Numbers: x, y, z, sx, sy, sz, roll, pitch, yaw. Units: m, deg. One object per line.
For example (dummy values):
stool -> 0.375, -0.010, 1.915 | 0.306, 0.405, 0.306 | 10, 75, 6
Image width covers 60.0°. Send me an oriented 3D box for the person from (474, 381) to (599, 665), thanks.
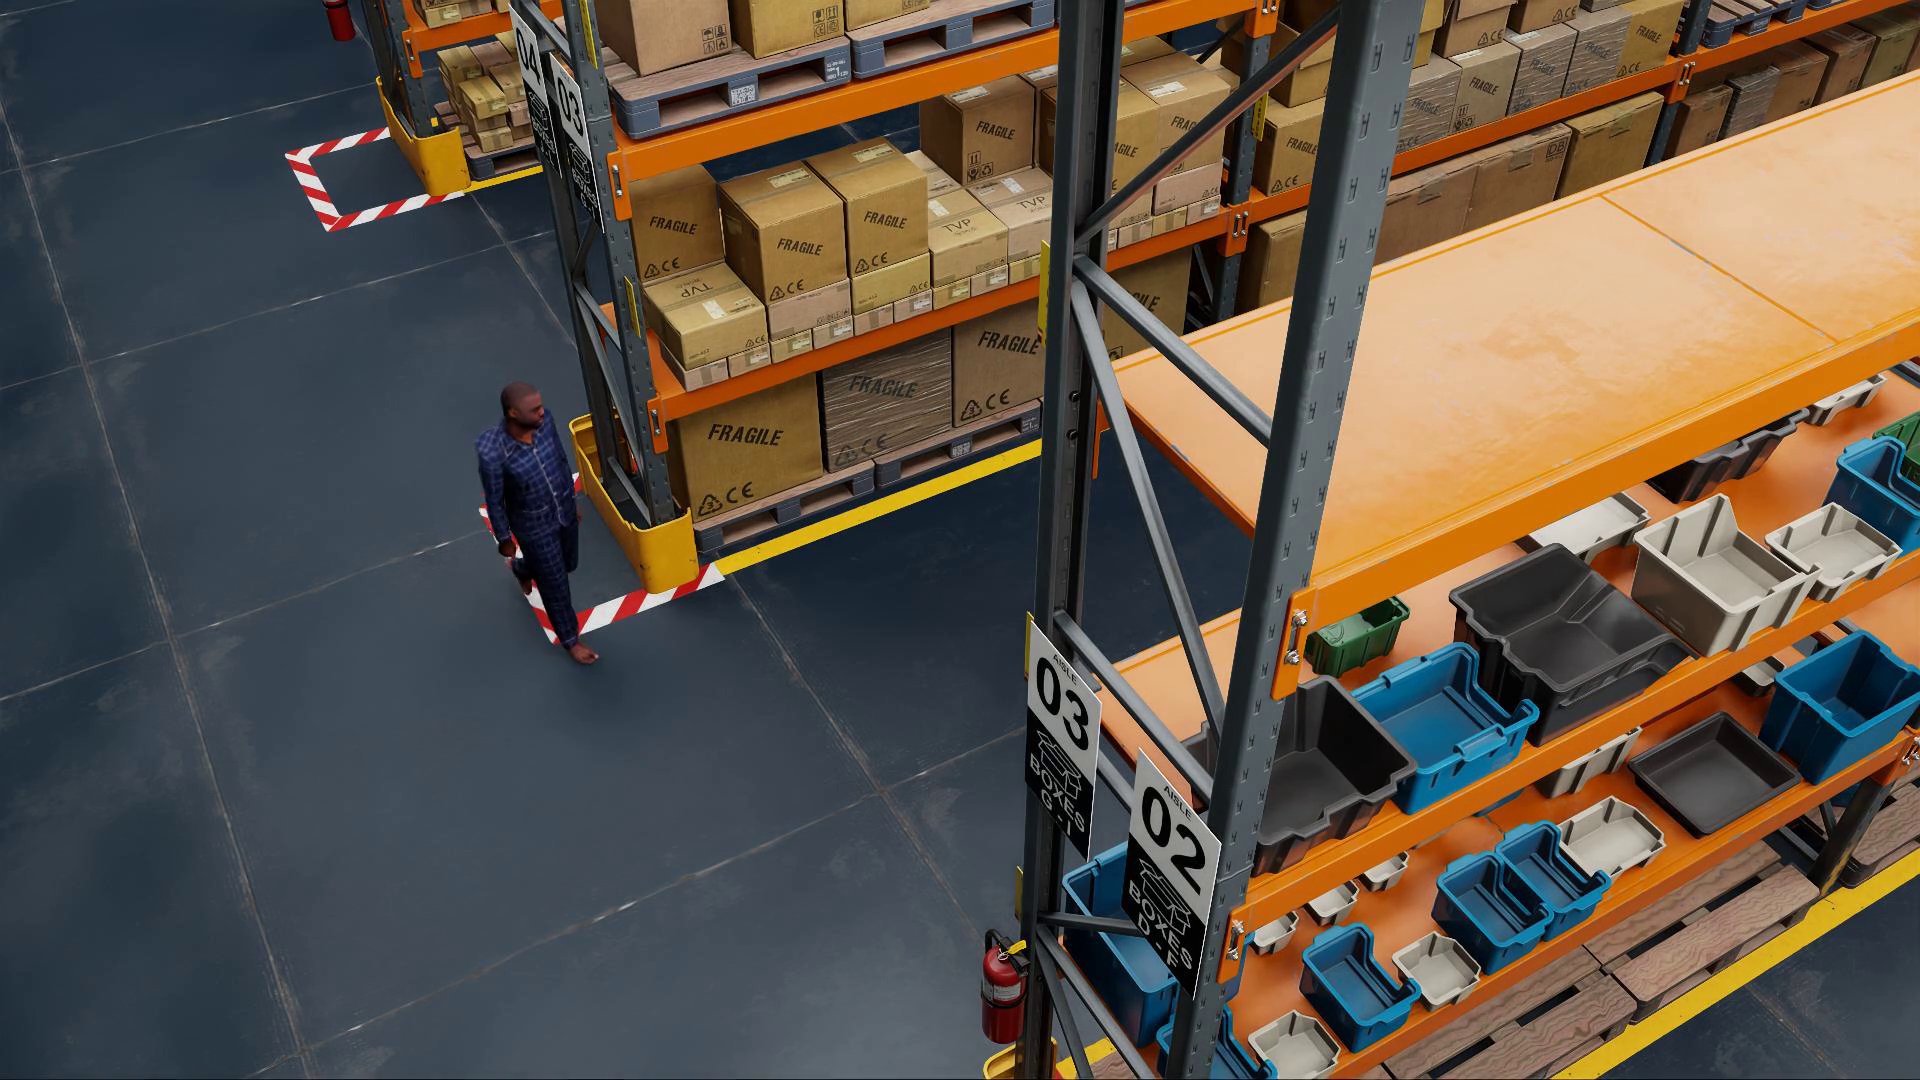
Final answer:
person -> -2.308, -0.157, 8.959 | 0.979, 1.801, 1.034 | 26, 49, 25
